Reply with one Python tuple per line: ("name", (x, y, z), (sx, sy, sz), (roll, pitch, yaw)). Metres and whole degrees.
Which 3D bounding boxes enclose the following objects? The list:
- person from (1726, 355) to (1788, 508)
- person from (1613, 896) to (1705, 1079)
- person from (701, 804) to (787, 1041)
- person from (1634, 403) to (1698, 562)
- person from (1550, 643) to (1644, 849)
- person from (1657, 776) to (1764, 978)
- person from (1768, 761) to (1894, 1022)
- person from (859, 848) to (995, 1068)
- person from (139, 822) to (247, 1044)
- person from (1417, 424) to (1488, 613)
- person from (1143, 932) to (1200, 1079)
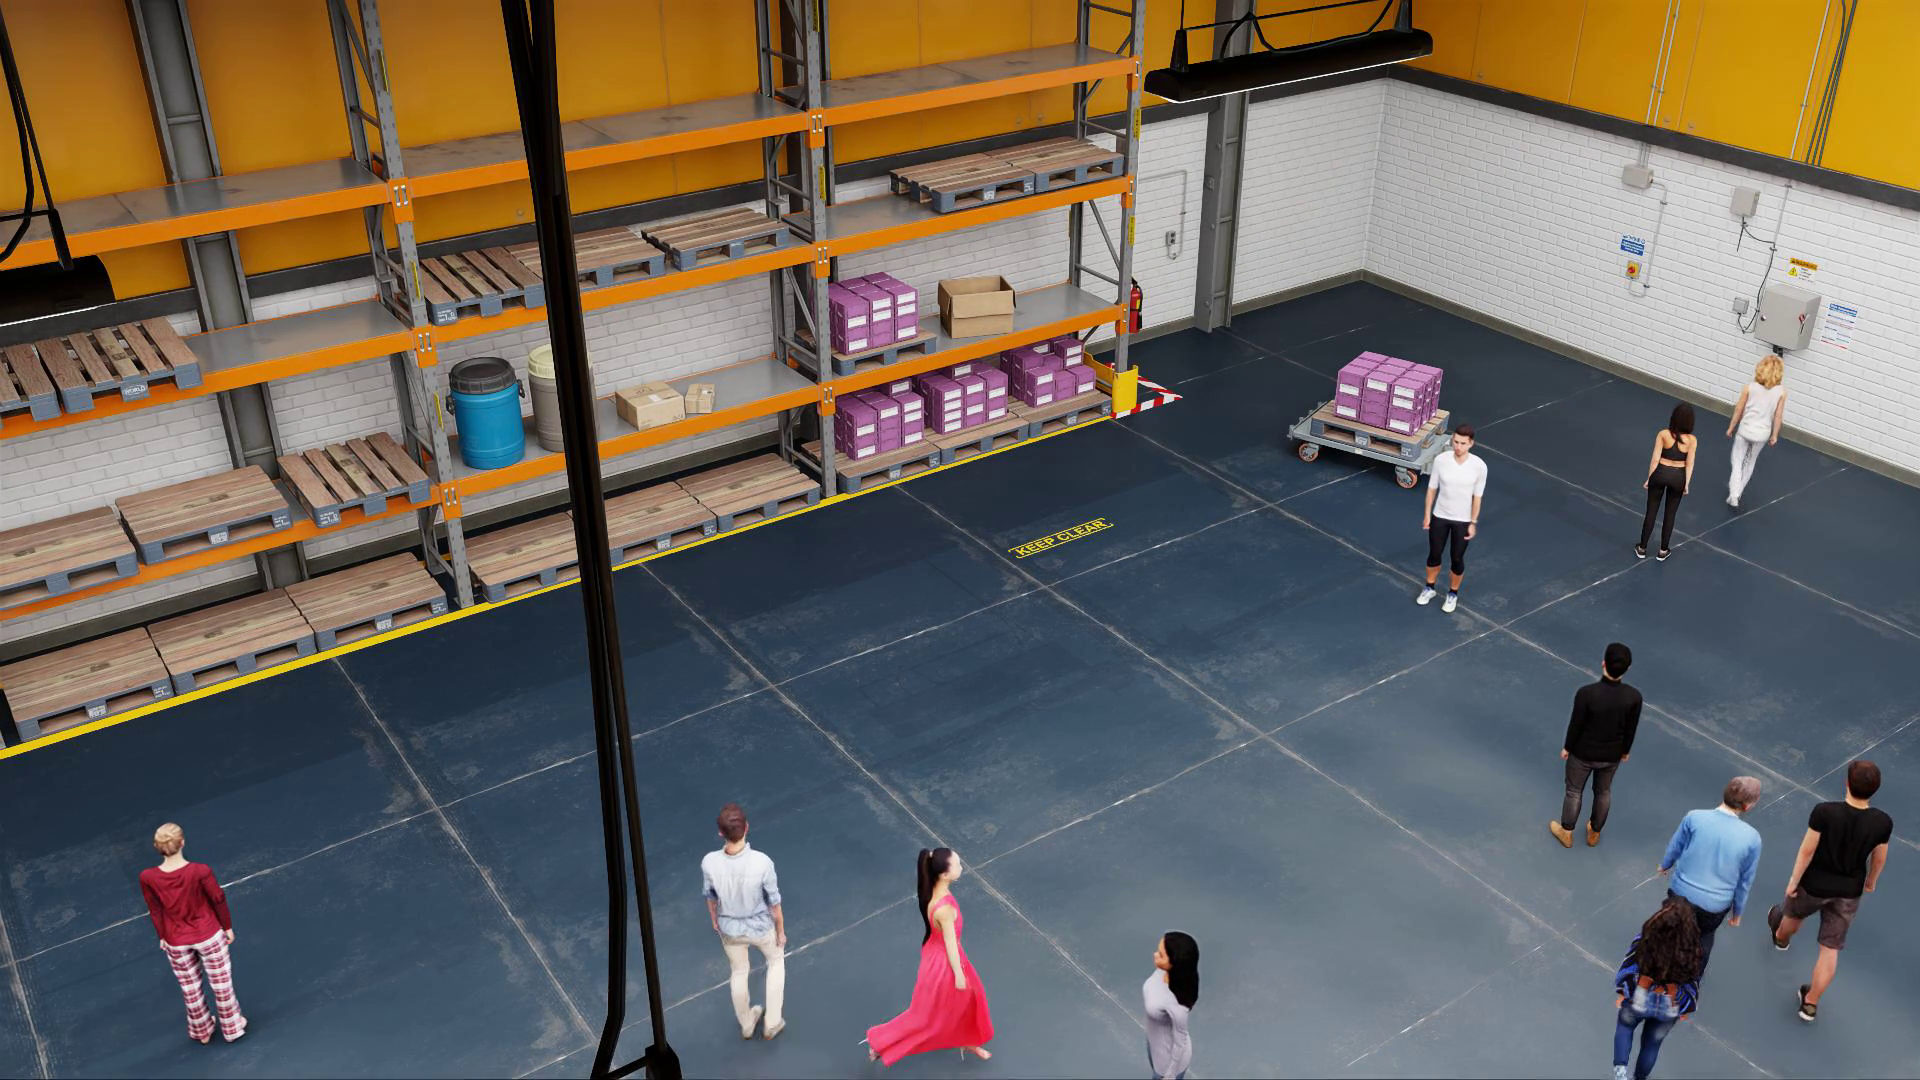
("person", (8.174, -1.103, 17.148), (0.862, 1.657, 0.928), (7, 29, 13))
("person", (4.153, 2.828, 9.987), (0.766, 1.613, 0.810), (13, 31, 22))
("person", (-1.370, 2.463, 10.422), (0.785, 1.837, 0.854), (7, 29, 12))
("person", (6.890, -0.574, 16.192), (0.634, 1.643, 0.651), (11, 31, 20))
("person", (4.701, 1.518, 12.273), (0.688, 1.723, 0.786), (1, 29, 2))
("person", (4.780, 2.326, 10.725), (0.865, 1.788, 0.912), (11, 30, 19))
("person", (5.633, 2.296, 10.746), (1.141, 1.820, 1.268), (8, 30, 15))
("person", (-0.196, 2.635, 10.250), (1.162, 1.699, 0.918), (-3, 29, -6))
("person", (-4.860, 2.485, 10.525), (0.584, 1.699, 0.733), (-7, 29, -13))
("person", (4.548, -0.223, 15.335), (0.740, 1.848, 0.737), (13, 31, 23))
("person", (1.223, 2.955, 9.626), (0.708, 1.735, 0.685), (0, 29, 0))
